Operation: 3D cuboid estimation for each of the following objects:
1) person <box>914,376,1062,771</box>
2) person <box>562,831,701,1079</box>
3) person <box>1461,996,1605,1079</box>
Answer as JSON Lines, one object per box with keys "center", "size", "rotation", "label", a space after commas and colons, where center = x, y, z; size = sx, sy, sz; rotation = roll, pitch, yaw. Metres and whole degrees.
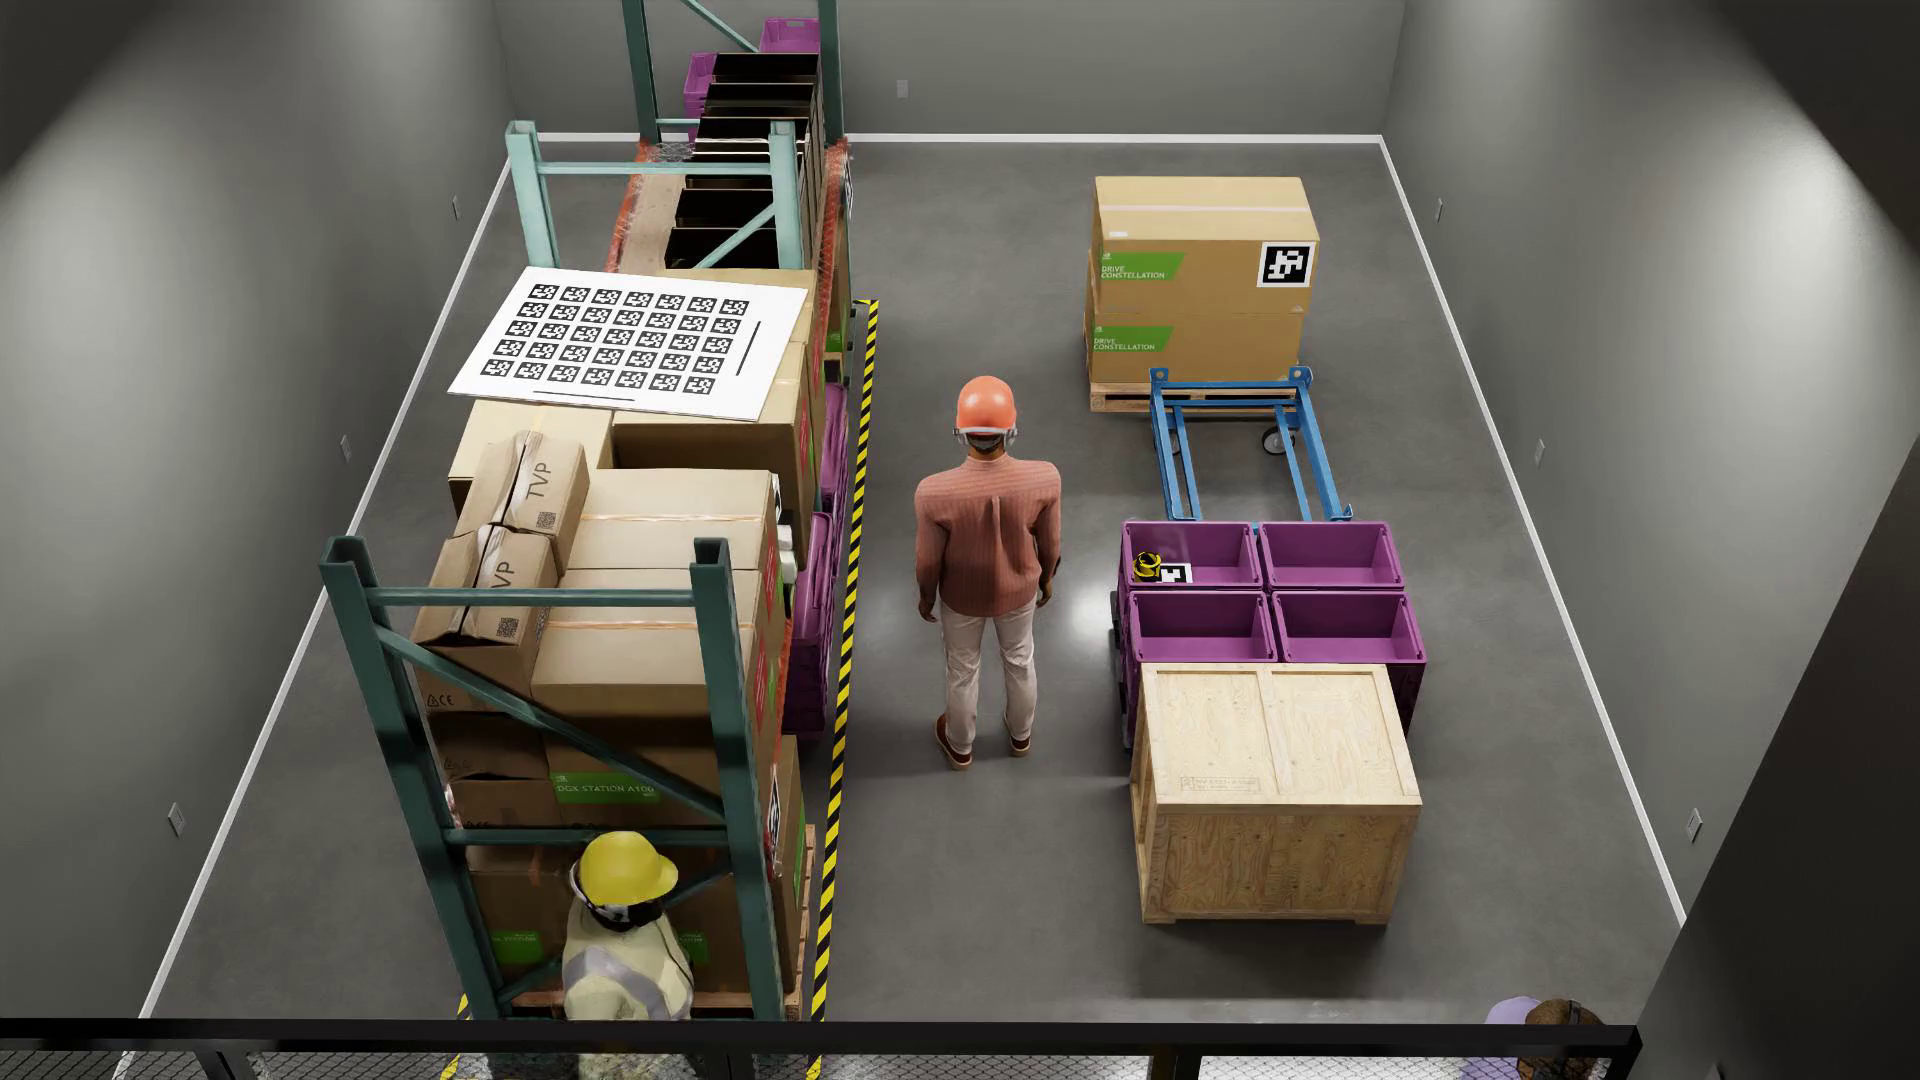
{"center": [0.110, 0.176, 6.877], "size": [0.611, 1.987, 0.383], "rotation": [-10, 42, -11], "label": "person"}
{"center": [-0.974, 1.555, 5.453], "size": [0.922, 1.780, 0.618], "rotation": [-3, 41, -4], "label": "person"}
{"center": [1.545, 1.937, 4.904], "size": [0.354, 1.937, 0.635], "rotation": [11, 42, 12], "label": "person"}
